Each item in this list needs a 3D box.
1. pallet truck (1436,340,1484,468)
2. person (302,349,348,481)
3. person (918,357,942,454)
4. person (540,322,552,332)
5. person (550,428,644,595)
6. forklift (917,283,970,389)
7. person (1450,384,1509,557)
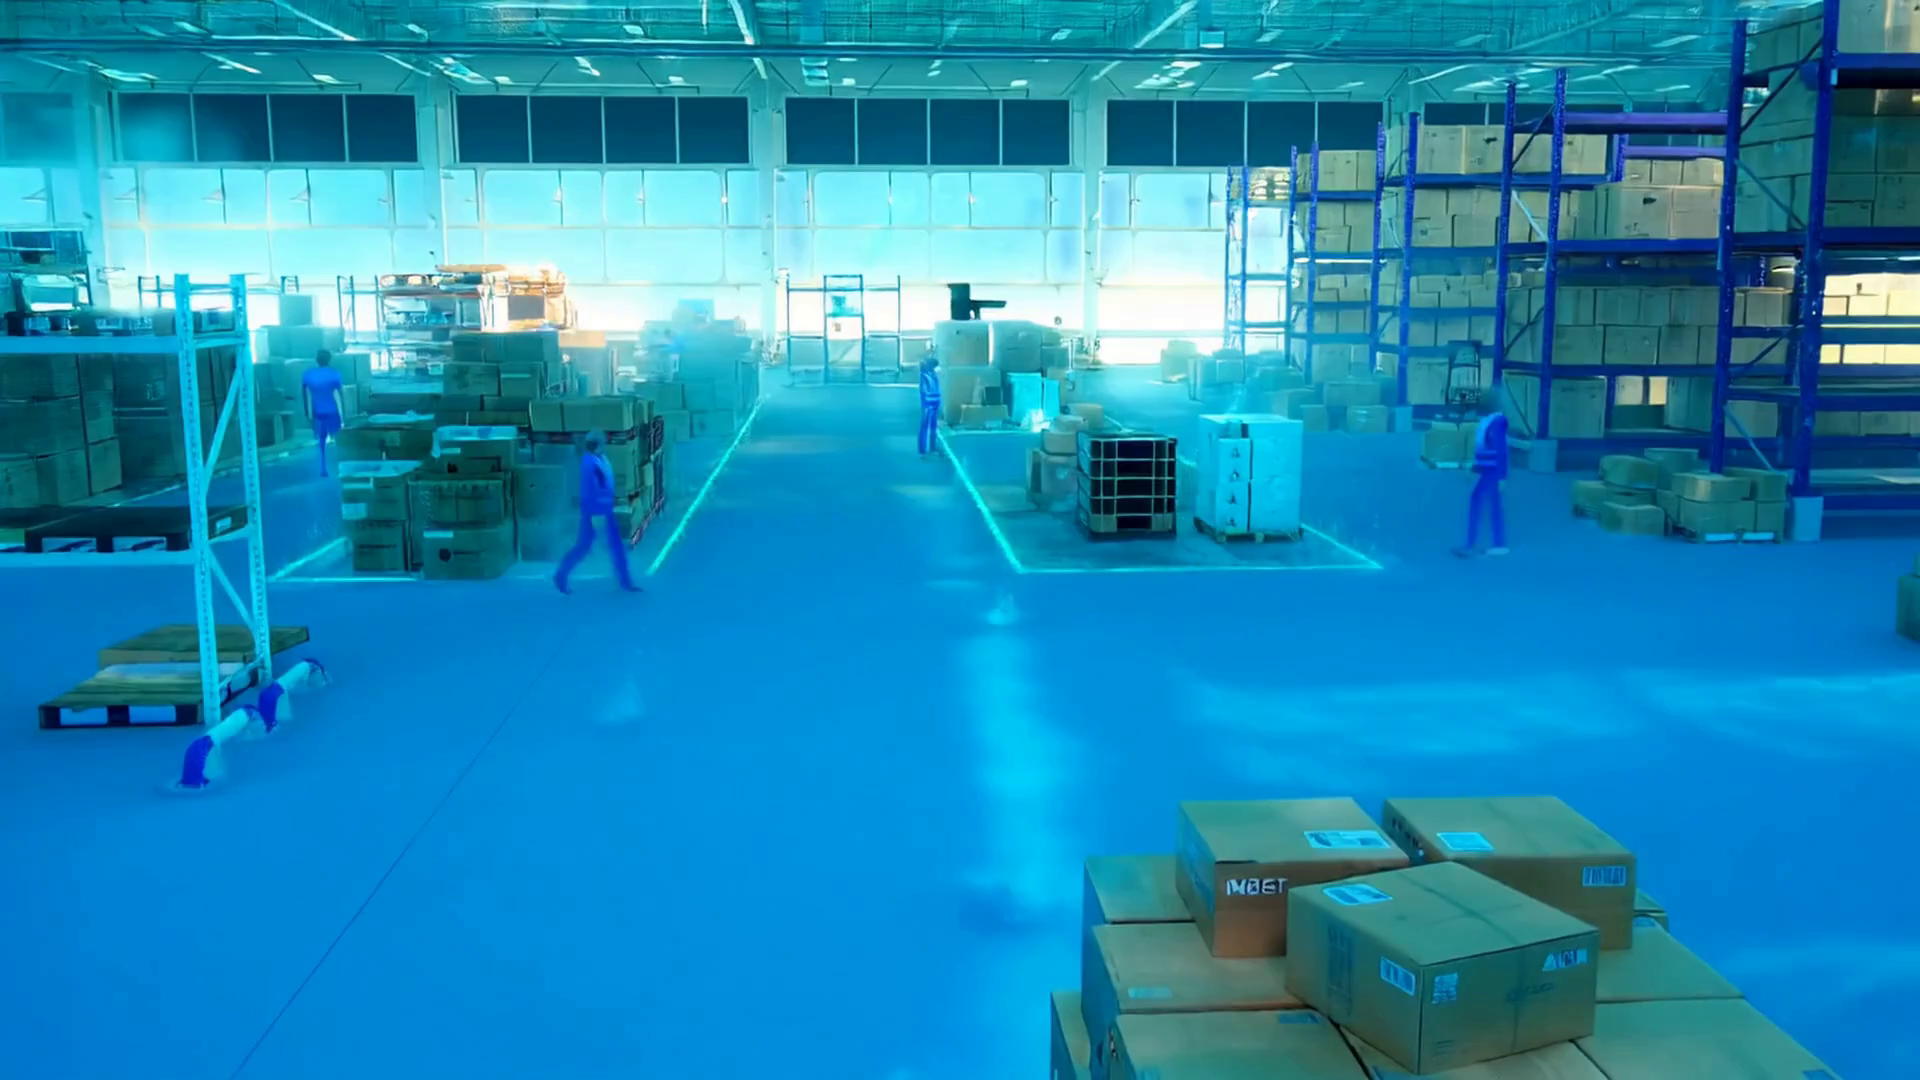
[{"bbox_3d":[8.004,-2.170,26.422,0.823,1.965,1.885,2,9,14],"label":"pallet truck"},{"bbox_3d":[-9.322,-1.833,24.483,0.627,1.941,0.370,1,9,3],"label":"person"},{"bbox_3d":[-0.513,-2.273,28.194,0.309,1.639,0.514,9,12,43],"label":"person"},{"bbox_3d":[-9.854,-4.249,39.796,0.994,1.886,0.568,-4,10,-23],"label":"person"},{"bbox_3d":[-3.474,-0.260,15.677,0.833,1.605,0.531,1,9,6],"label":"person"},{"bbox_3d":[-0.022,-4.757,39.901,1.873,2.768,1.129,-2,9,-13],"label":"forklift"},{"bbox_3d":[5.545,-0.730,17.794,0.764,1.860,0.620,1,9,4],"label":"person"}]
